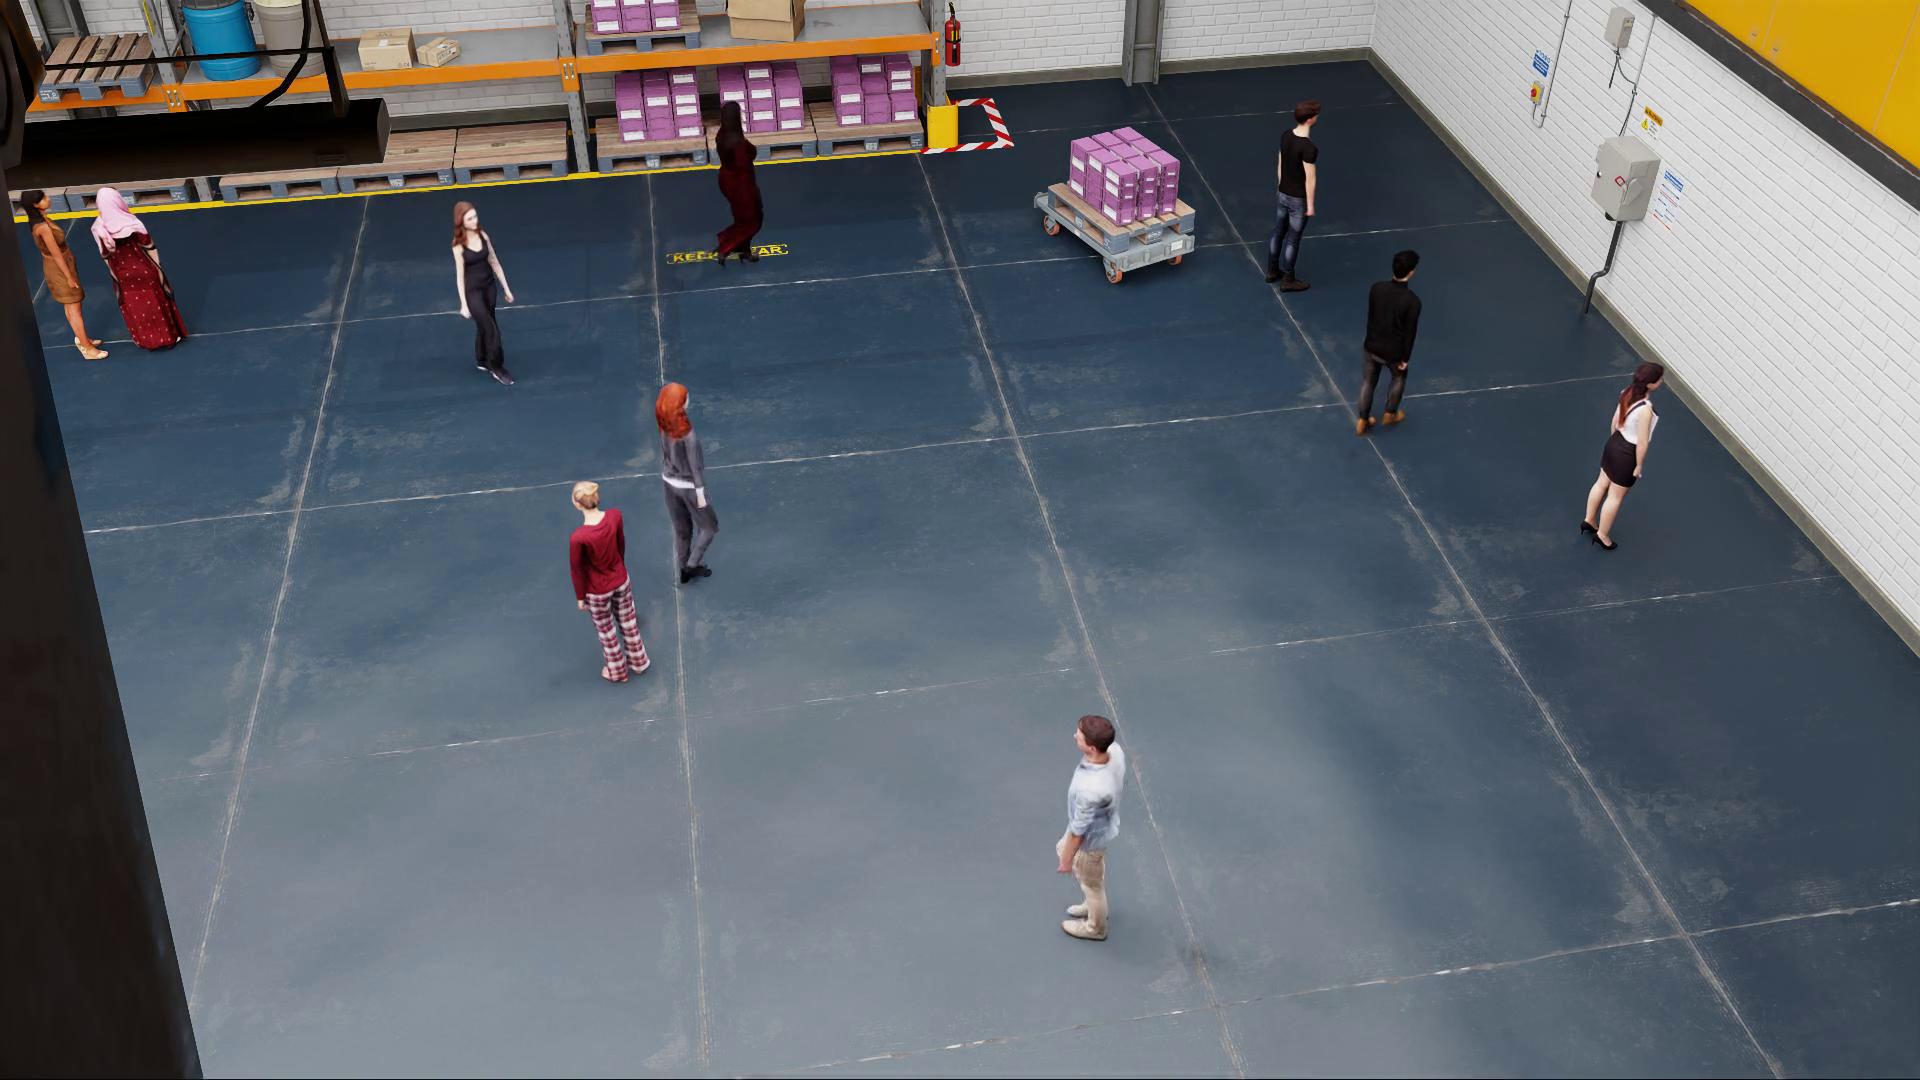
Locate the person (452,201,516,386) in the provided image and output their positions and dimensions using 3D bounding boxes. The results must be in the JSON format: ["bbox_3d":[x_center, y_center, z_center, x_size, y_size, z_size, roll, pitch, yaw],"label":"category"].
[{"bbox_3d":[-4.319,-2.217,14.703,0.896,1.728,0.826,18,42,22],"label":"person"}]

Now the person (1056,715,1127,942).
[{"bbox_3d":[0.853,1.725,9.678,0.793,1.839,0.779,12,40,14],"label":"person"}]

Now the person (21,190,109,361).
[{"bbox_3d":[-8.087,-2.407,14.971,0.630,1.690,0.629,-23,44,-26],"label":"person"}]

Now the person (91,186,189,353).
[{"bbox_3d":[-7.481,-2.455,15.074,0.523,1.638,0.709,-6,39,-7],"label":"person"}]

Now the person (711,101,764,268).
[{"bbox_3d":[-2.222,-3.387,16.159,0.905,1.741,0.807,-20,43,-23],"label":"person"}]

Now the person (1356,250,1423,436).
[{"bbox_3d":[3.546,-1.619,13.970,0.846,1.709,0.908,26,45,29],"label":"person"}]

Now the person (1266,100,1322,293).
[{"bbox_3d":[3.191,-3.294,15.917,0.677,1.896,0.737,-17,42,-20],"label":"person"}]

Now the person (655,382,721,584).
[{"bbox_3d":[-2.107,-0.352,12.337,0.704,1.768,0.737,31,48,33],"label":"person"}]

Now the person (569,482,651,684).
[{"bbox_3d":[-2.464,0.287,11.589,0.764,1.702,0.681,30,47,32],"label":"person"}]

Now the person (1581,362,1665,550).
[{"bbox_3d":[5.114,-0.662,12.820,0.499,1.648,0.553,-7,39,-9],"label":"person"}]
